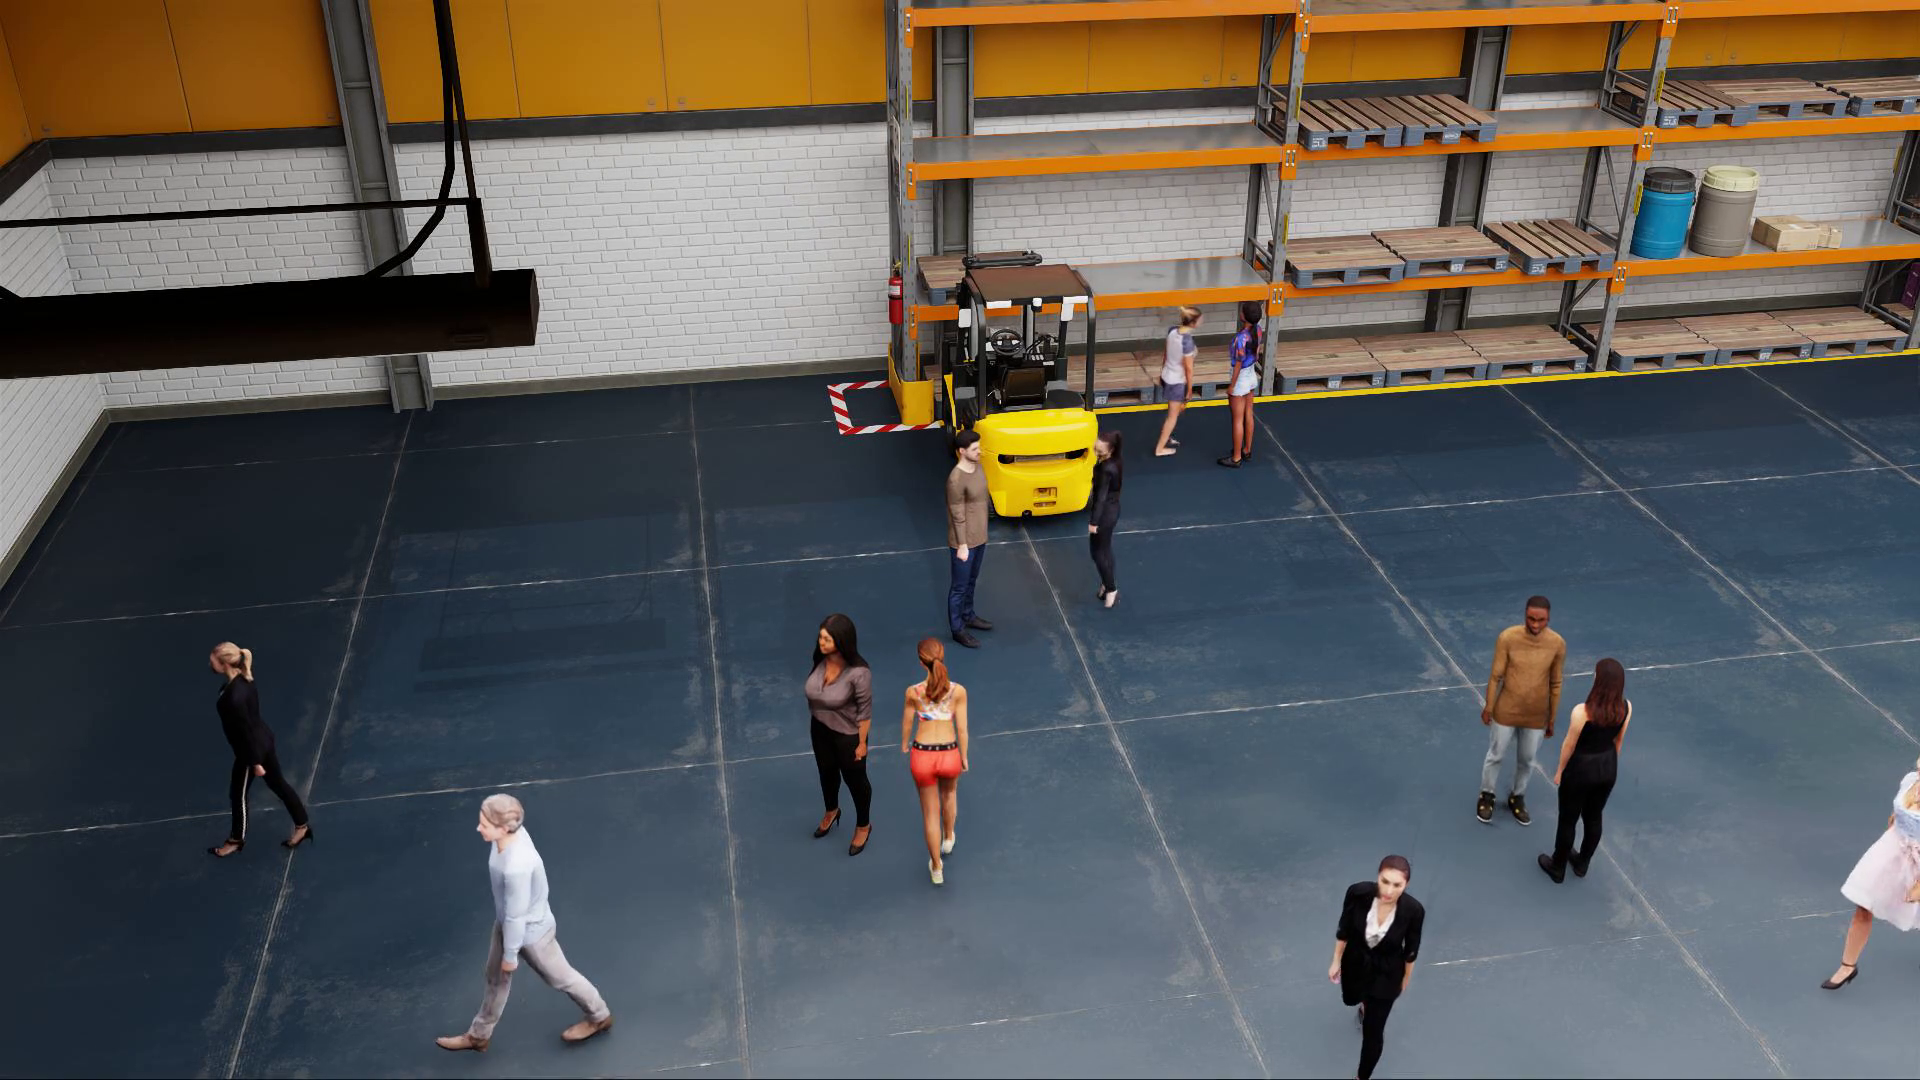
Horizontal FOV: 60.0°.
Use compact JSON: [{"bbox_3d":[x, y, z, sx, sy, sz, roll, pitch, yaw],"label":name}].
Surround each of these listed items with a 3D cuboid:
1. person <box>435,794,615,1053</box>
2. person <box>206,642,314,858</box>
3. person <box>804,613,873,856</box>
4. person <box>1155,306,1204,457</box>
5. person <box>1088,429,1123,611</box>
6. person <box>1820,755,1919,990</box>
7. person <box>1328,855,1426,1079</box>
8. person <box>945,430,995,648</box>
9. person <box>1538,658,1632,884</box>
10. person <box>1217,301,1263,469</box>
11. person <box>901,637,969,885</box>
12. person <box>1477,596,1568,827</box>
[{"bbox_3d":[-2.401,2.215,9.557,1.318,1.837,0.951,-14,31,-23],"label":"person"},{"bbox_3d":[-4.660,1.414,11.189,0.891,1.681,0.627,-4,29,-8],"label":"person"},{"bbox_3d":[-0.803,1.294,11.241,0.751,1.842,0.800,21,35,33],"label":"person"},{"bbox_3d":[2.123,-1.594,16.783,0.659,1.604,0.622,-12,31,-21],"label":"person"},{"bbox_3d":[1.229,-0.216,14.173,0.691,1.686,0.702,15,32,26],"label":"person"},{"bbox_3d":[5.777,1.990,10.028,1.162,1.782,0.781,-9,30,-16],"label":"person"},{"bbox_3d":[2.353,2.396,9.442,1.054,1.630,1.062,15,32,26],"label":"person"},{"bbox_3d":[0.057,-0.041,13.639,0.761,1.889,0.744,11,31,20],"label":"person"},{"bbox_3d":[4.146,1.527,10.974,0.500,1.689,0.646,-6,29,-11],"label":"person"},{"bbox_3d":[2.824,-1.565,16.585,0.725,1.743,0.658,20,34,32],"label":"person"},{"bbox_3d":[-0.156,1.507,10.934,0.711,1.763,0.673,-3,29,-5],"label":"person"},{"bbox_3d":[3.888,1.160,11.516,0.596,1.814,0.757,4,29,8],"label":"person"}]
